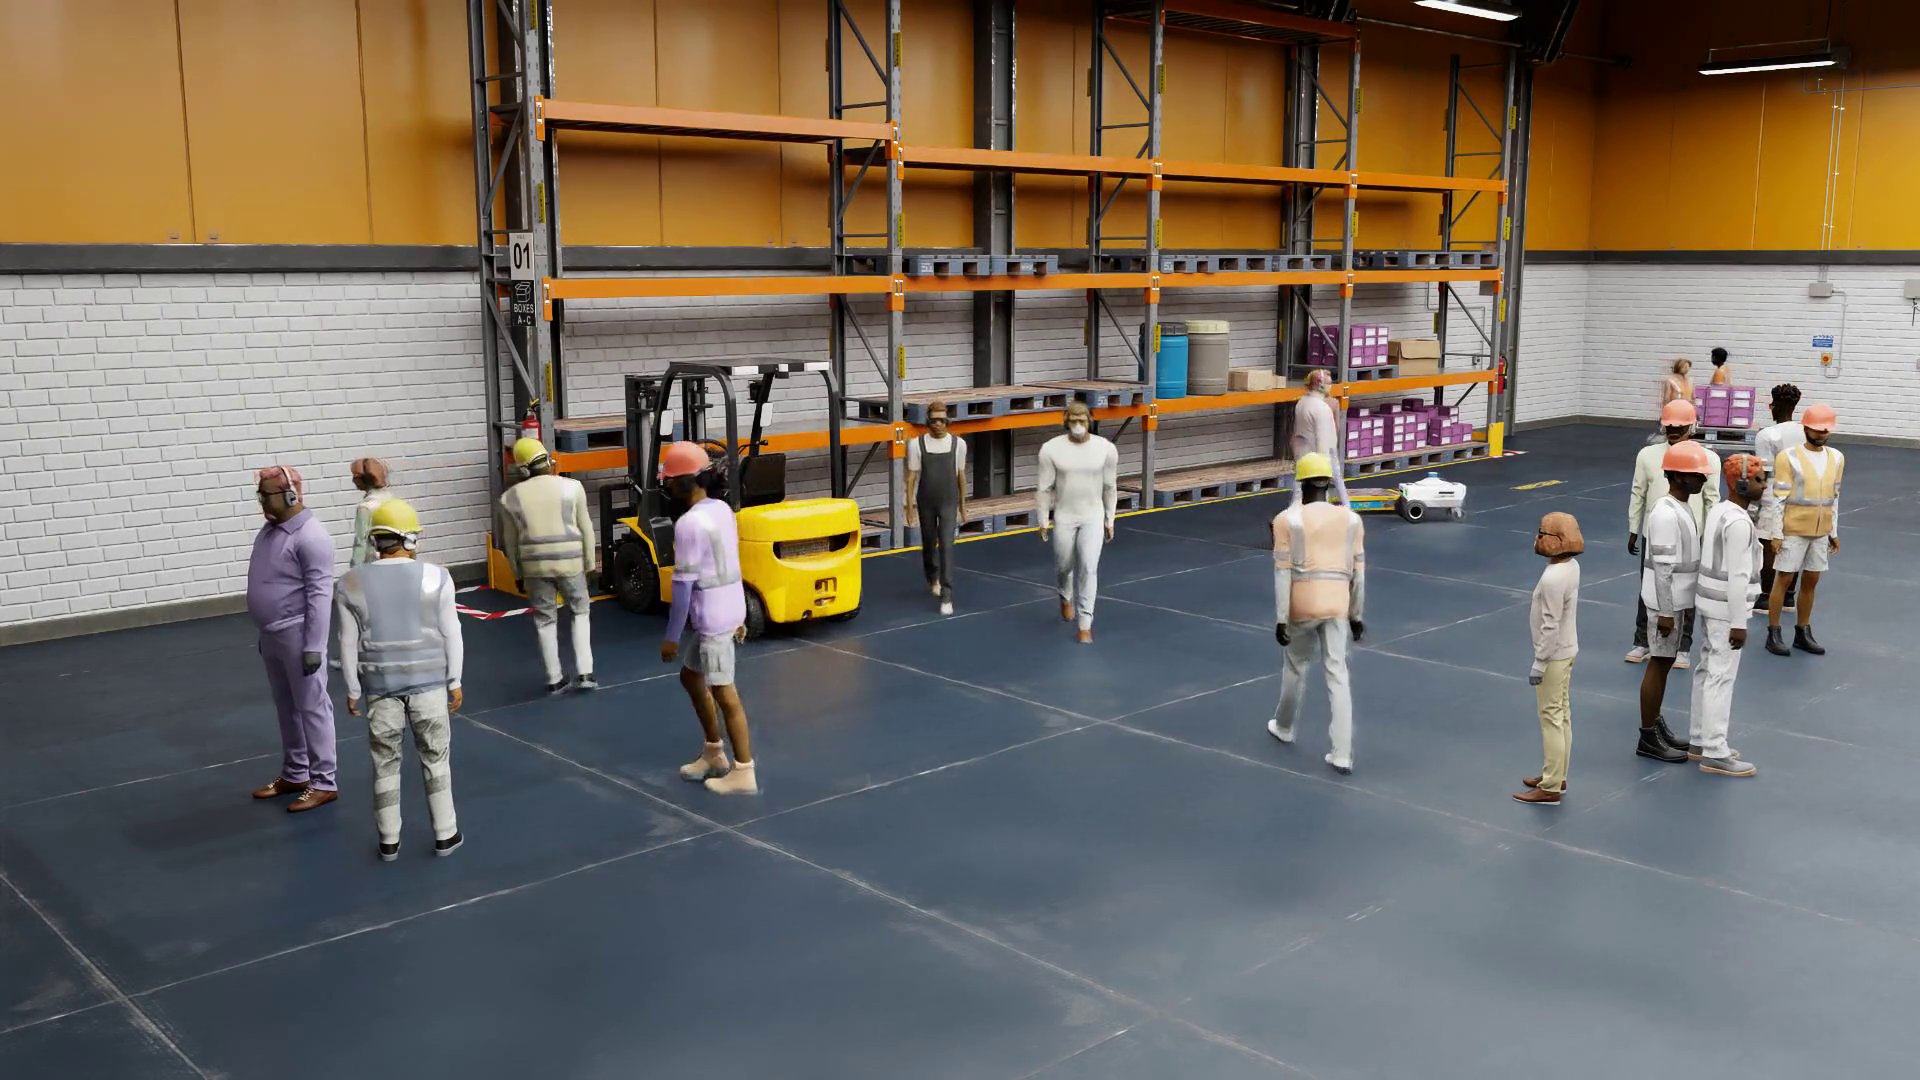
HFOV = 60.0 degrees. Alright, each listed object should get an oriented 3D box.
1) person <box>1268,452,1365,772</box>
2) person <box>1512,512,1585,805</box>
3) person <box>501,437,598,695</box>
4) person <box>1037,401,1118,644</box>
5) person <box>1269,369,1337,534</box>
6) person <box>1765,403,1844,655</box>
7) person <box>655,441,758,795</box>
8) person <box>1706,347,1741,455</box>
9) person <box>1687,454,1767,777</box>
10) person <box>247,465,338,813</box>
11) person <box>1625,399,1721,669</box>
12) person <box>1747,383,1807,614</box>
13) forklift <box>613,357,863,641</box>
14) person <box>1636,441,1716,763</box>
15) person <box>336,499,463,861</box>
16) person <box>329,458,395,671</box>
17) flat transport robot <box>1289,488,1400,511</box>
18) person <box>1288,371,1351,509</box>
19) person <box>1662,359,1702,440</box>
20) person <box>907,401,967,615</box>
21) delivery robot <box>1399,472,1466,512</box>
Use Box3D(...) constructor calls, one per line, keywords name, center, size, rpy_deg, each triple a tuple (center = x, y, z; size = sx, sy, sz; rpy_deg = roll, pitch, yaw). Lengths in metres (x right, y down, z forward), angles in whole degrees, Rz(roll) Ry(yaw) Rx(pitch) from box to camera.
Box3D(name="person", center=(2.172, 0.412, 10.055), size=(0.606, 1.851, 0.961), rpy_deg=(-1, 10, -8))
Box3D(name="person", center=(3.285, 0.651, 9.247), size=(0.286, 1.636, 0.500), rpy_deg=(6, 11, 30))
Box3D(name="person", center=(-2.821, 0.195, 11.479), size=(0.623, 1.807, 0.409), rpy_deg=(-1, 10, -7))
Box3D(name="person", center=(0.936, -0.179, 13.338), size=(0.638, 1.914, 0.852), rpy_deg=(0, 10, 3))
Box3D(name="person", center=(3.622, -0.834, 17.246), size=(0.816, 1.882, 0.652), rpy_deg=(-1, 10, -7))
Box3D(name="person", center=(6.443, -0.077, 12.639), size=(0.550, 1.933, 0.374), rpy_deg=(-1, 10, -8))
Box3D(name="person", center=(-1.436, 0.448, 9.338), size=(0.650, 2.007, 0.618), rpy_deg=(1, 10, 6))
Box3D(name="person", center=(11.554, -2.082, 25.135), size=(0.680, 1.669, 0.538), rpy_deg=(5, 11, 29))
Box3D(name="person", center=(4.533, 0.432, 9.815), size=(0.360, 1.882, 0.575), rpy_deg=(2, 10, 12))
Box3D(name="person", center=(-3.697, 0.532, 9.164), size=(0.643, 1.907, 0.409), rpy_deg=(8, 13, 40))
Box3D(name="person", center=(5.255, -0.047, 12.294), size=(0.625, 1.990, 0.395), rpy_deg=(7, 12, 35))
Box3D(name="person", center=(6.954, -0.348, 14.135), size=(0.603, 1.966, 0.368), rpy_deg=(-3, 10, -19))
Box3D(name="forklift", center=(-1.847, -0.414, 13.852), size=(1.214, 2.155, 2.313), rpy_deg=(-9, 13, -42))
Box3D(name="person", center=(4.317, 0.364, 10.053), size=(0.359, 1.938, 0.547), rpy_deg=(6, 11, 30))
Box3D(name="person", center=(-2.795, 0.707, 8.369), size=(0.587, 1.826, 0.404), rpy_deg=(-2, 10, -10))
Box3D(name="person", center=(-4.222, 0.225, 11.781), size=(0.687, 1.610, 0.543), rpy_deg=(0, 10, -1))
Box3D(name="flat transport robot", center=(4.715, -0.471, 19.813), size=(1.431, 0.197, 0.652), rpy_deg=(-1, 10, -7))
Box3D(name="person", center=(4.119, -1.080, 19.180), size=(0.736, 1.718, 0.498), rpy_deg=(-1, 10, -5))
Box3D(name="person", center=(10.044, -1.695, 23.055), size=(0.530, 1.609, 0.760), rpy_deg=(-5, 11, -28))
Box3D(name="person", center=(-0.202, -0.311, 14.453), size=(0.520, 1.818, 0.941), rpy_deg=(0, 10, 0))
Box3D(name="delivery robot", center=(5.411, -0.534, 19.056), size=(0.707, 0.478, 0.477), rpy_deg=(0, 10, 3))
